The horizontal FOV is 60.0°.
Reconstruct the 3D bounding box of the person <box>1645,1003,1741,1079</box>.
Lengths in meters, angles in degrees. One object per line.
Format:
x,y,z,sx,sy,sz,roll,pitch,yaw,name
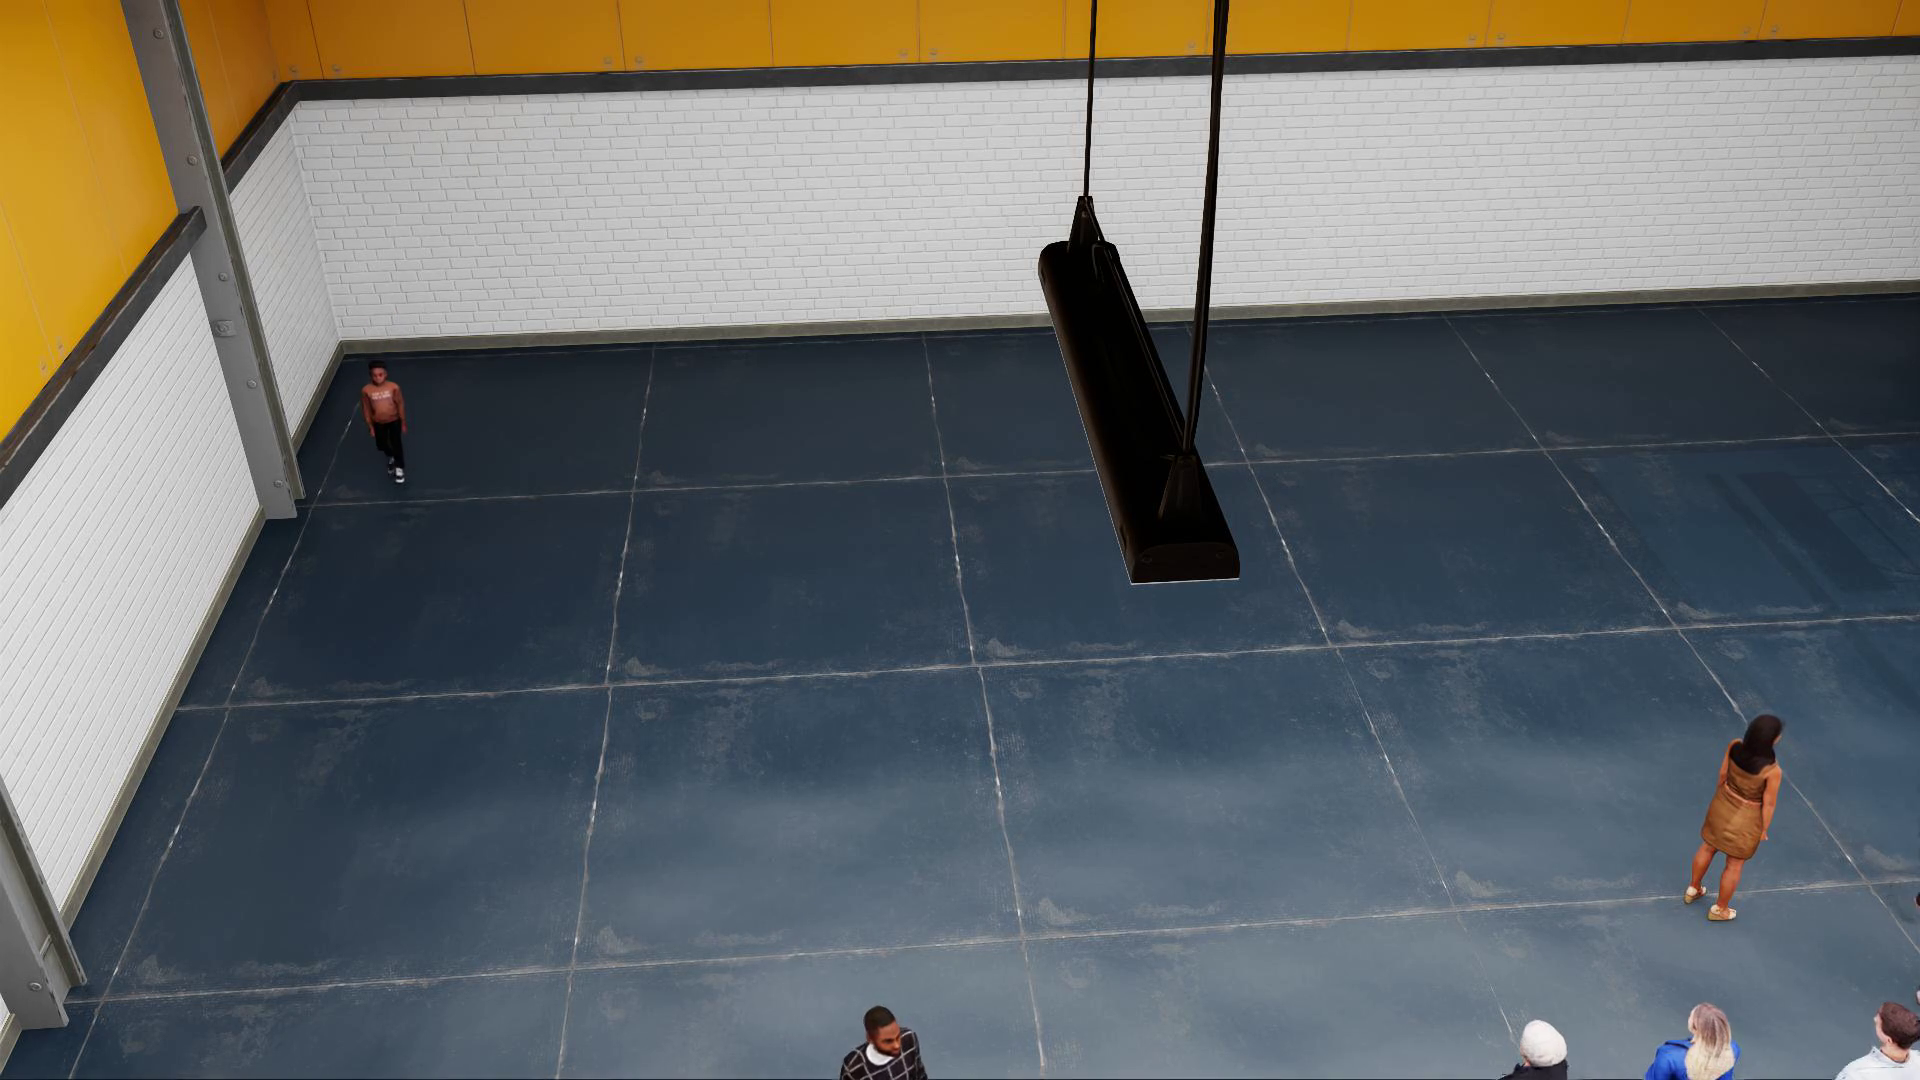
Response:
3.893,3.181,8.946,0.746,1.679,0.984,-8,35,-12,person

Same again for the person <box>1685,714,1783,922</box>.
5.128,1.823,10.979,0.691,1.690,0.571,-17,37,-24,person

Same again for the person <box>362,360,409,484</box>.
-5.472,-1.174,15.885,0.580,1.251,0.639,-8,34,-12,person

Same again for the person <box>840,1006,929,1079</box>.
-0.432,3.107,8.953,1.038,1.795,1.217,-22,39,-29,person

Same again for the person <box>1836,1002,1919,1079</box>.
4.774,3.204,8.774,0.731,1.831,0.928,-6,34,-9,person

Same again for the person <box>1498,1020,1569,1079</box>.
2.909,3.239,8.701,0.866,1.742,1.149,-10,35,-15,person
